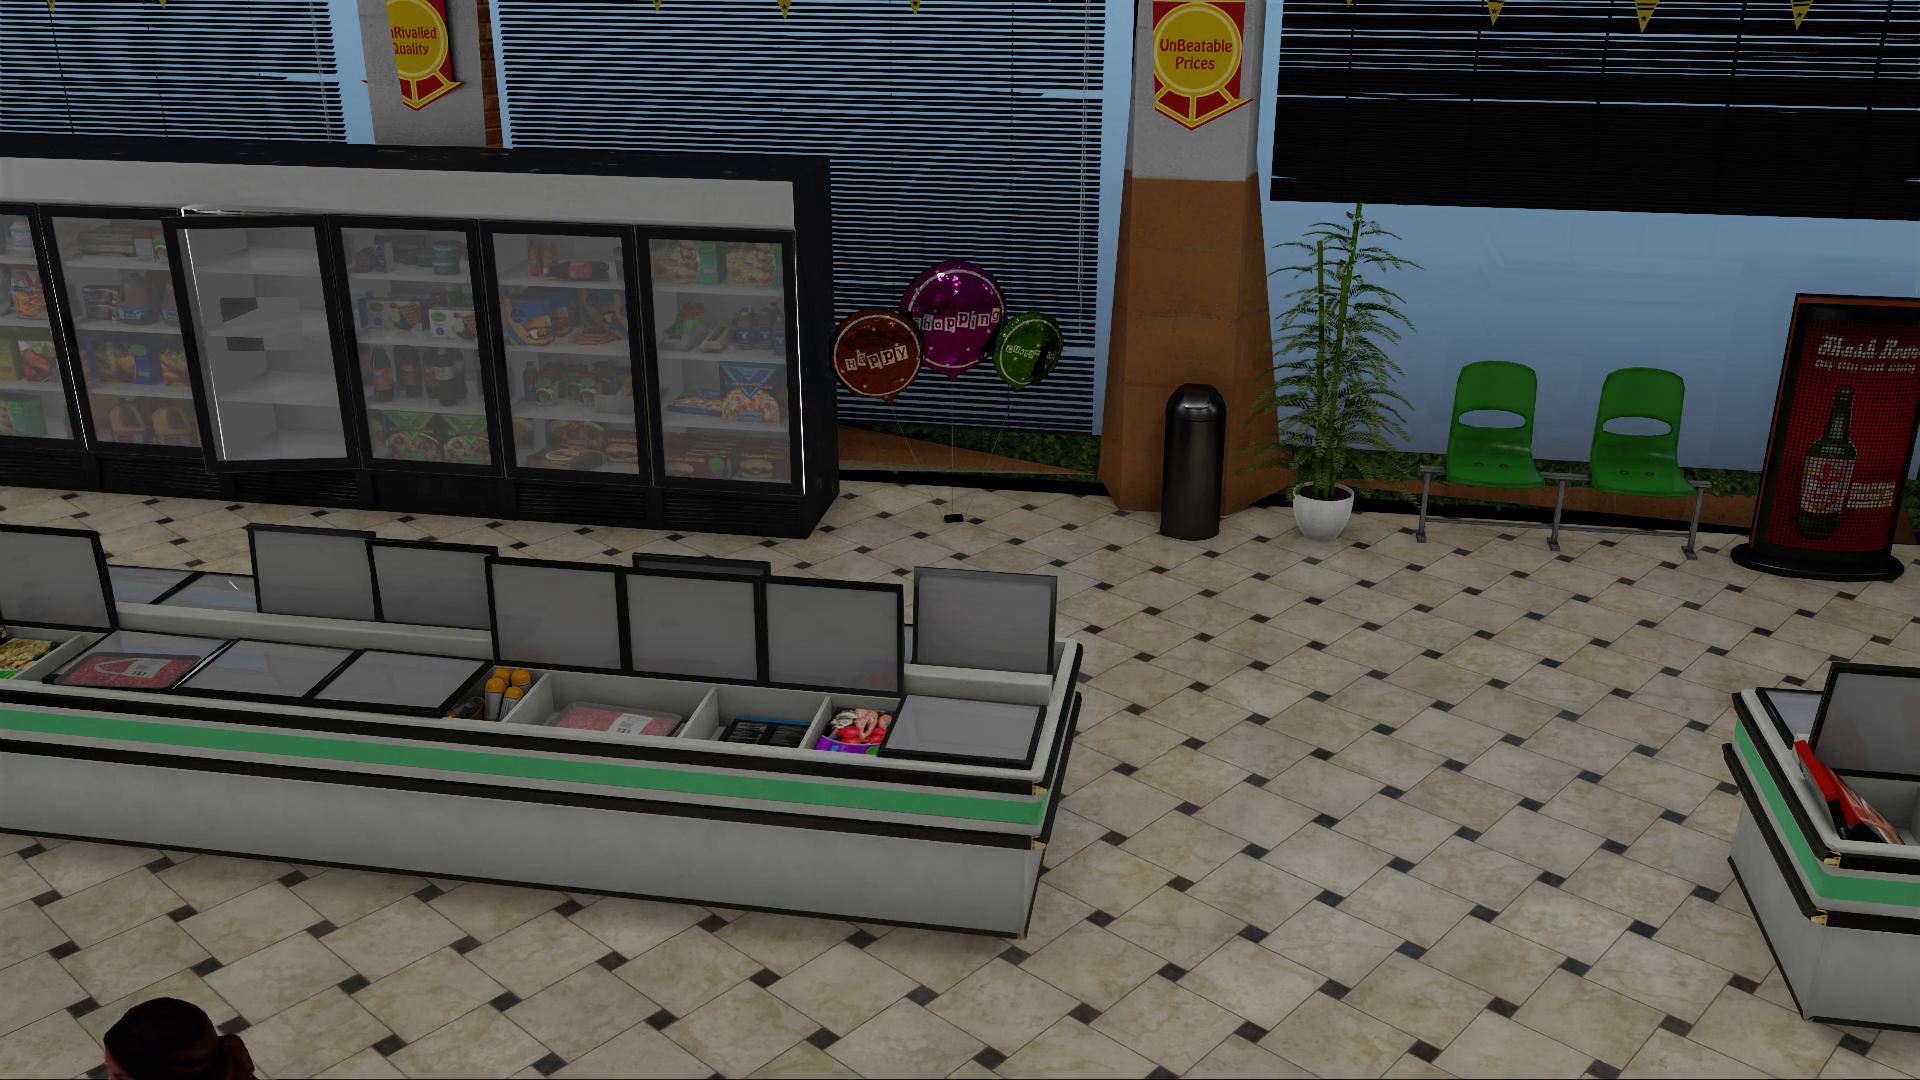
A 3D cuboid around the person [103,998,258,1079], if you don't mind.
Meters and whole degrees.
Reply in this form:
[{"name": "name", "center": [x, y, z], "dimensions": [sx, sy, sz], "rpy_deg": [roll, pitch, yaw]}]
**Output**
[{"name": "person", "center": [-1.666, 1.799, 4.025], "dimensions": [1.130, 1.672, 1.020], "rpy_deg": [-13, 25, -28]}]
